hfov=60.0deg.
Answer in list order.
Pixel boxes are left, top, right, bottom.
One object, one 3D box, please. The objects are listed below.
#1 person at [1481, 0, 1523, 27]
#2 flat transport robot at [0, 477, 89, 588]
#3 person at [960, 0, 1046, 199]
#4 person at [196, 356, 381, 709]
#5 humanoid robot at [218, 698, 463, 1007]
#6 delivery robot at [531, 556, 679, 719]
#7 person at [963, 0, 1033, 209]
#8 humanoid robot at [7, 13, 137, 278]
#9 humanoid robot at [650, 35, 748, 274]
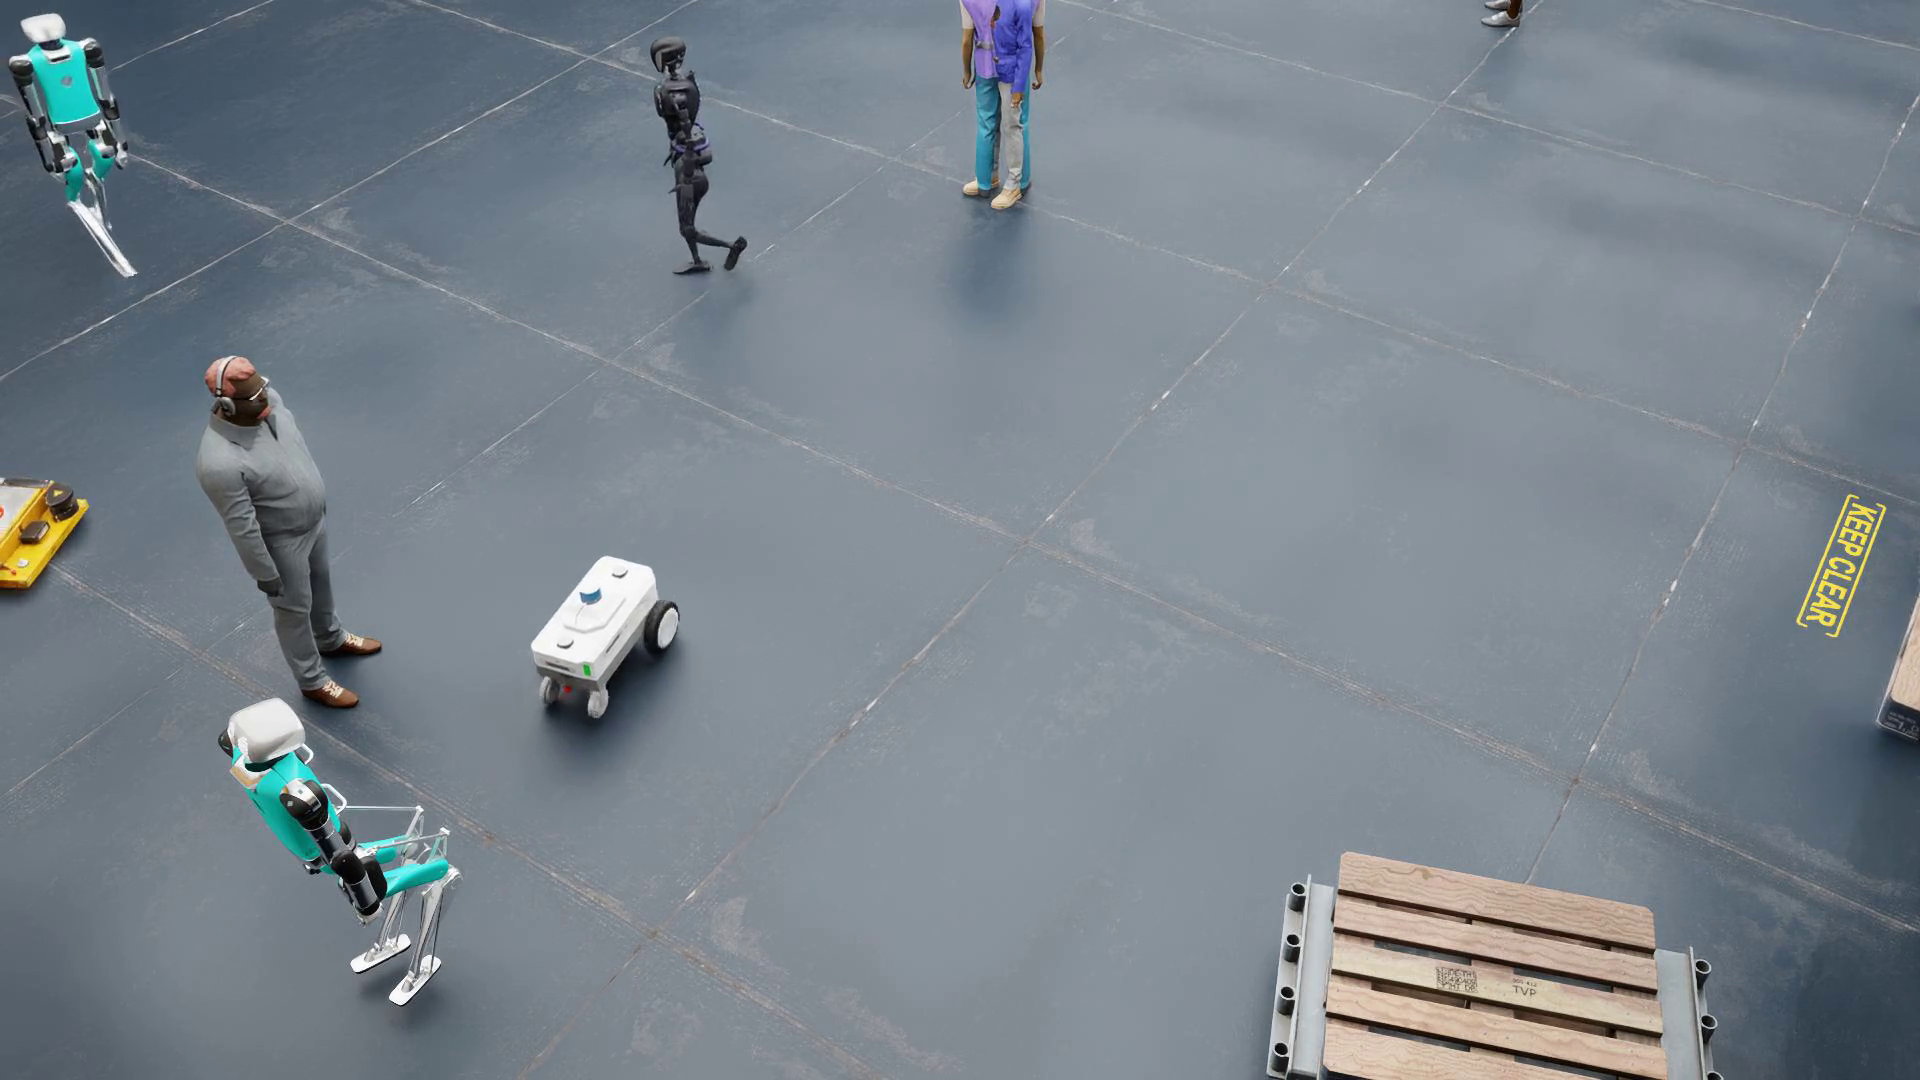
[{"bbox_3d":[4.511,-5.049,13.187,0.454,1.931,0.554,13,43,14],"label":"person"},{"bbox_3d":[-5.497,-0.062,8.849,1.431,0.231,0.659,4,42,4],"label":"flat transport robot"},{"bbox_3d":[0.282,-3.135,11.104,0.566,1.846,0.390,-1,42,-2],"label":"person"},{"bbox_3d":[-3.064,-0.046,7.603,0.411,1.906,0.653,2,42,3],"label":"person"},{"bbox_3d":[-2.236,1.114,6.330,0.533,1.677,0.735,30,50,30],"label":"humanoid robot"},{"bbox_3d":[-1.750,0.426,8.091,0.499,0.599,0.784,14,44,15],"label":"delivery robot"},{"bbox_3d":[0.263,-3.104,11.051,0.343,1.874,0.458,-32,51,-30],"label":"person"},{"bbox_3d":[-5.649,-2.553,10.575,0.560,1.812,0.890,-31,50,-30],"label":"humanoid robot"},{"bbox_3d":[-1.647,-2.391,10.398,0.467,1.636,0.608,-12,43,-13],"label":"humanoid robot"}]
